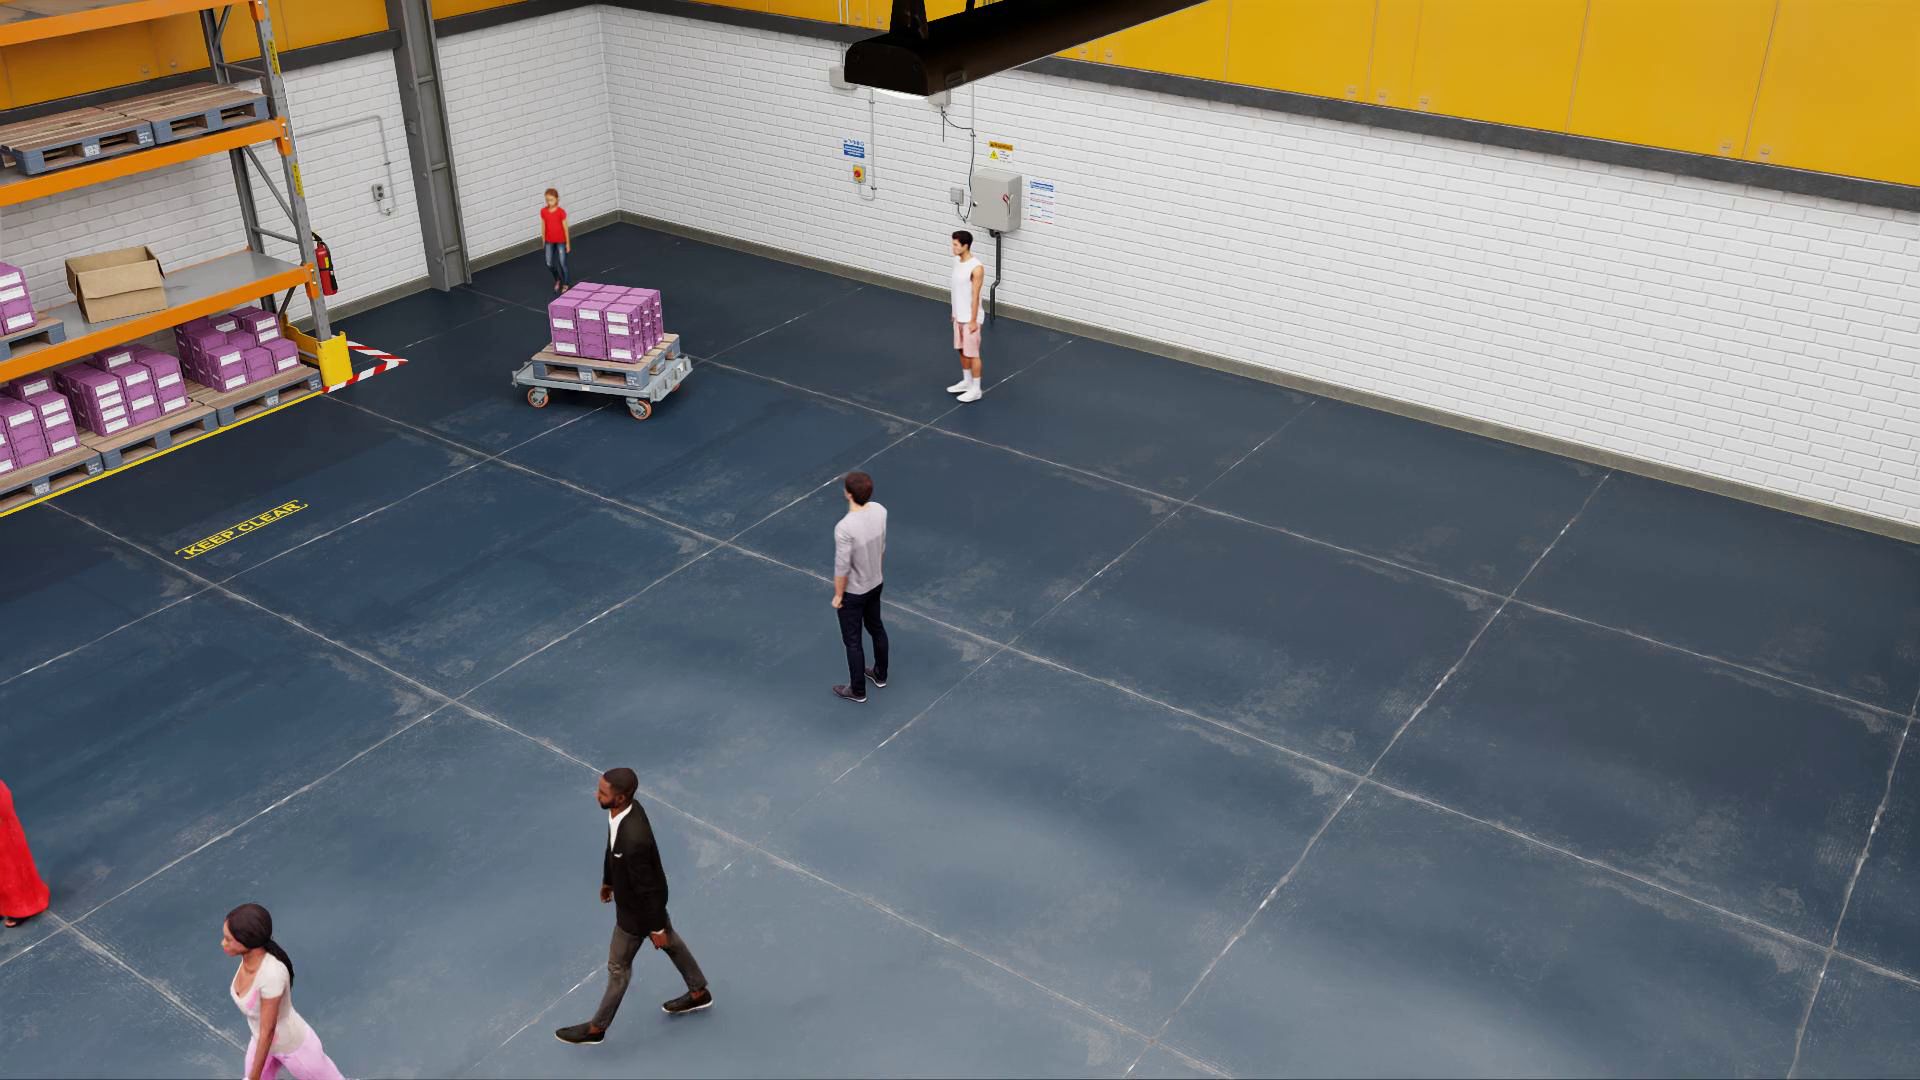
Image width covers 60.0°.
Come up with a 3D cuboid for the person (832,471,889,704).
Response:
[{"bbox_3d":[-0.722,0.320,12.100,0.727,1.841,0.485,21,35,33],"label":"person"}]

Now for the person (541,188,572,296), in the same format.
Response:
[{"bbox_3d":[-4.784,-3.572,19.798,0.592,1.302,0.626,3,29,5],"label":"person"}]

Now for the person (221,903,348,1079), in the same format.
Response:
[{"bbox_3d":[-3.249,2.496,8.276,1.226,1.684,0.777,-24,36,-36],"label":"person"}]

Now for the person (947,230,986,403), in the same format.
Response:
[{"bbox_3d":[0.095,-2.300,16.968,0.737,1.779,0.736,-15,32,-25],"label":"person"}]

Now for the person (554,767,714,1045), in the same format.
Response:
[{"bbox_3d":[-1.662,1.988,9.132,1.226,1.755,1.101,-9,30,-16],"label":"person"}]
